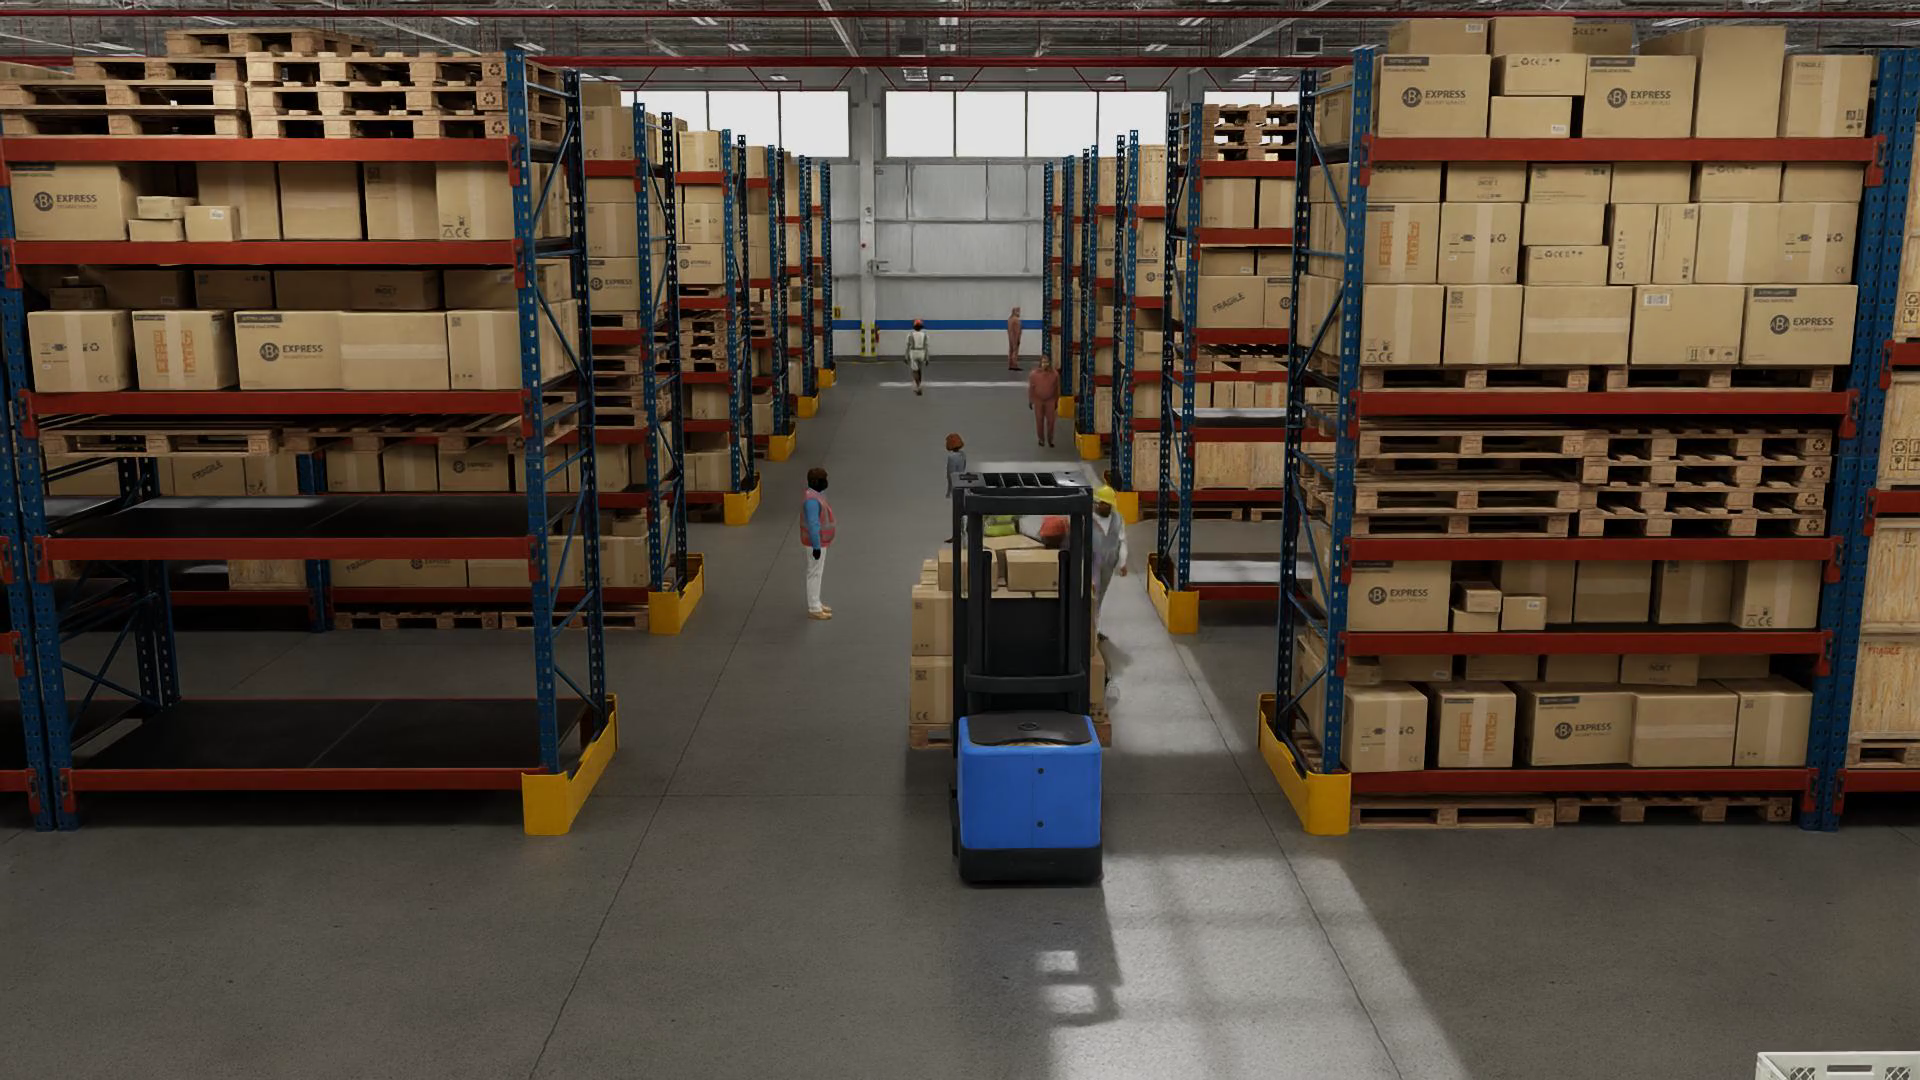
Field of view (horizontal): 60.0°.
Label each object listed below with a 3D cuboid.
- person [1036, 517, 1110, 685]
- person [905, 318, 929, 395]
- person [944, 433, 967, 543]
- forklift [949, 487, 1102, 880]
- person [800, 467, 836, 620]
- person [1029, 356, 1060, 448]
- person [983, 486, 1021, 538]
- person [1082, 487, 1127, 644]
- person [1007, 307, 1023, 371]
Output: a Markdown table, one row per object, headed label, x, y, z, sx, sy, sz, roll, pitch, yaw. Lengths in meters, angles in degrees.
| label | x | y | z | sx | sy | sz | roll | pitch | yaw |
| --- | --- | --- | --- | --- | --- | --- | --- | --- | --- |
| person | 1.050 | 0.699 | 16.674 | 0.921 | 1.911 | 0.538 | 1 | 11 | 4 |
| person | -1.109 | -4.820 | 43.764 | 0.612 | 2.015 | 0.874 | -4 | 12 | -20 |
| person | -0.066 | -0.764 | 24.588 | 0.280 | 1.633 | 0.498 | 5 | 12 | 24 |
| forklift | 0.495 | 0.986 | 12.813 | 1.129 | 2.768 | 1.873 | 0 | 11 | -2 |
| person | -1.717 | 0.033 | 20.122 | 0.429 | 1.842 | 0.636 | -1 | 11 | -3 |
| person | 1.739 | -2.835 | 34.269 | 0.650 | 1.871 | 0.911 | 0 | 11 | 1 |
| person | 0.471 | -0.001 | 20.752 | 0.534 | 1.644 | 0.872 | -6 | 13 | -27 |
| person | 1.610 | 0.262 | 19.173 | 0.588 | 1.783 | 0.898 | -4 | 12 | -20 |
| person | 1.674 | -6.062 | 50.178 | 0.399 | 1.905 | 0.642 | -5 | 12 | -22 |
